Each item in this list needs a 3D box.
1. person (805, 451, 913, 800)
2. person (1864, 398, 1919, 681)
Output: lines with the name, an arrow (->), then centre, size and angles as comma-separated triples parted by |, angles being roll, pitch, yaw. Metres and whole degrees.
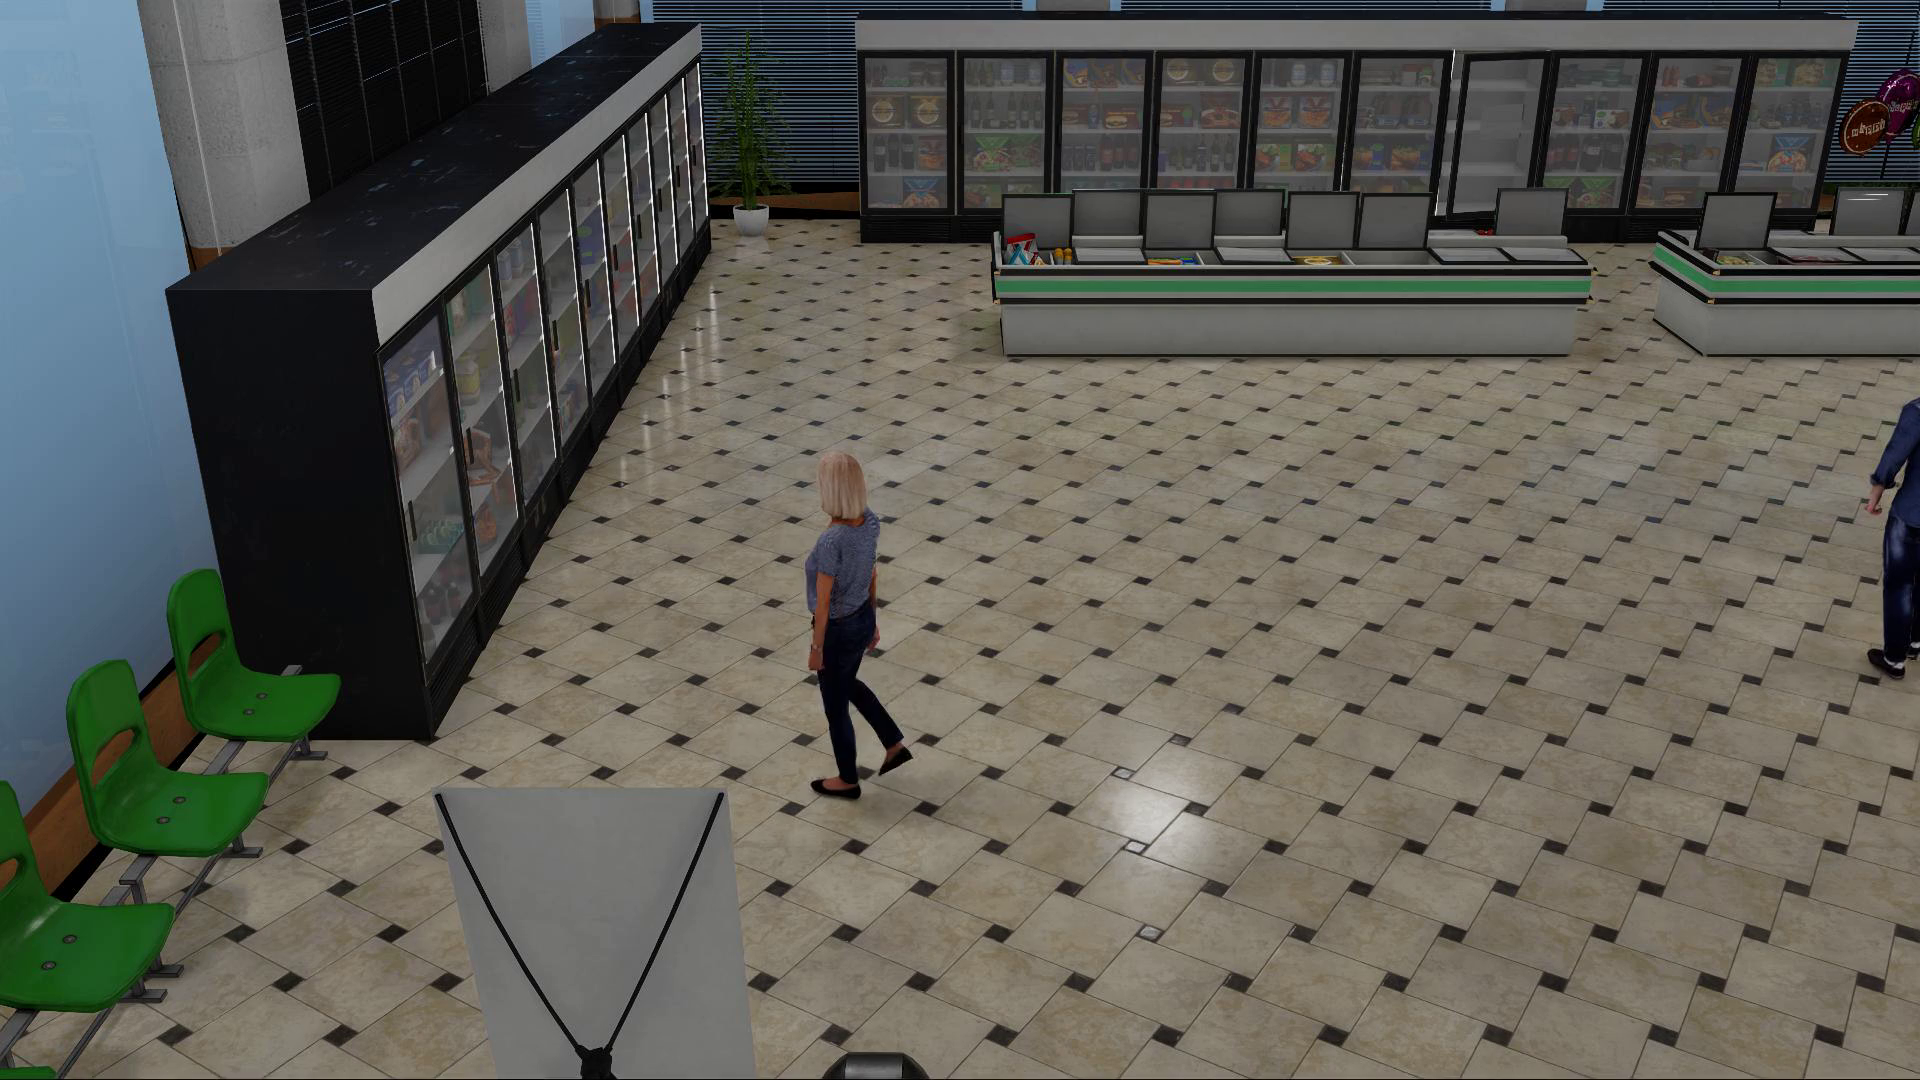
person -> -0.443, 0.426, 7.457 | 0.806, 1.712, 0.714 | 10, 25, 21
person -> 5.020, -0.106, 8.547 | 0.625, 1.813, 0.791 | 0, 24, 0
